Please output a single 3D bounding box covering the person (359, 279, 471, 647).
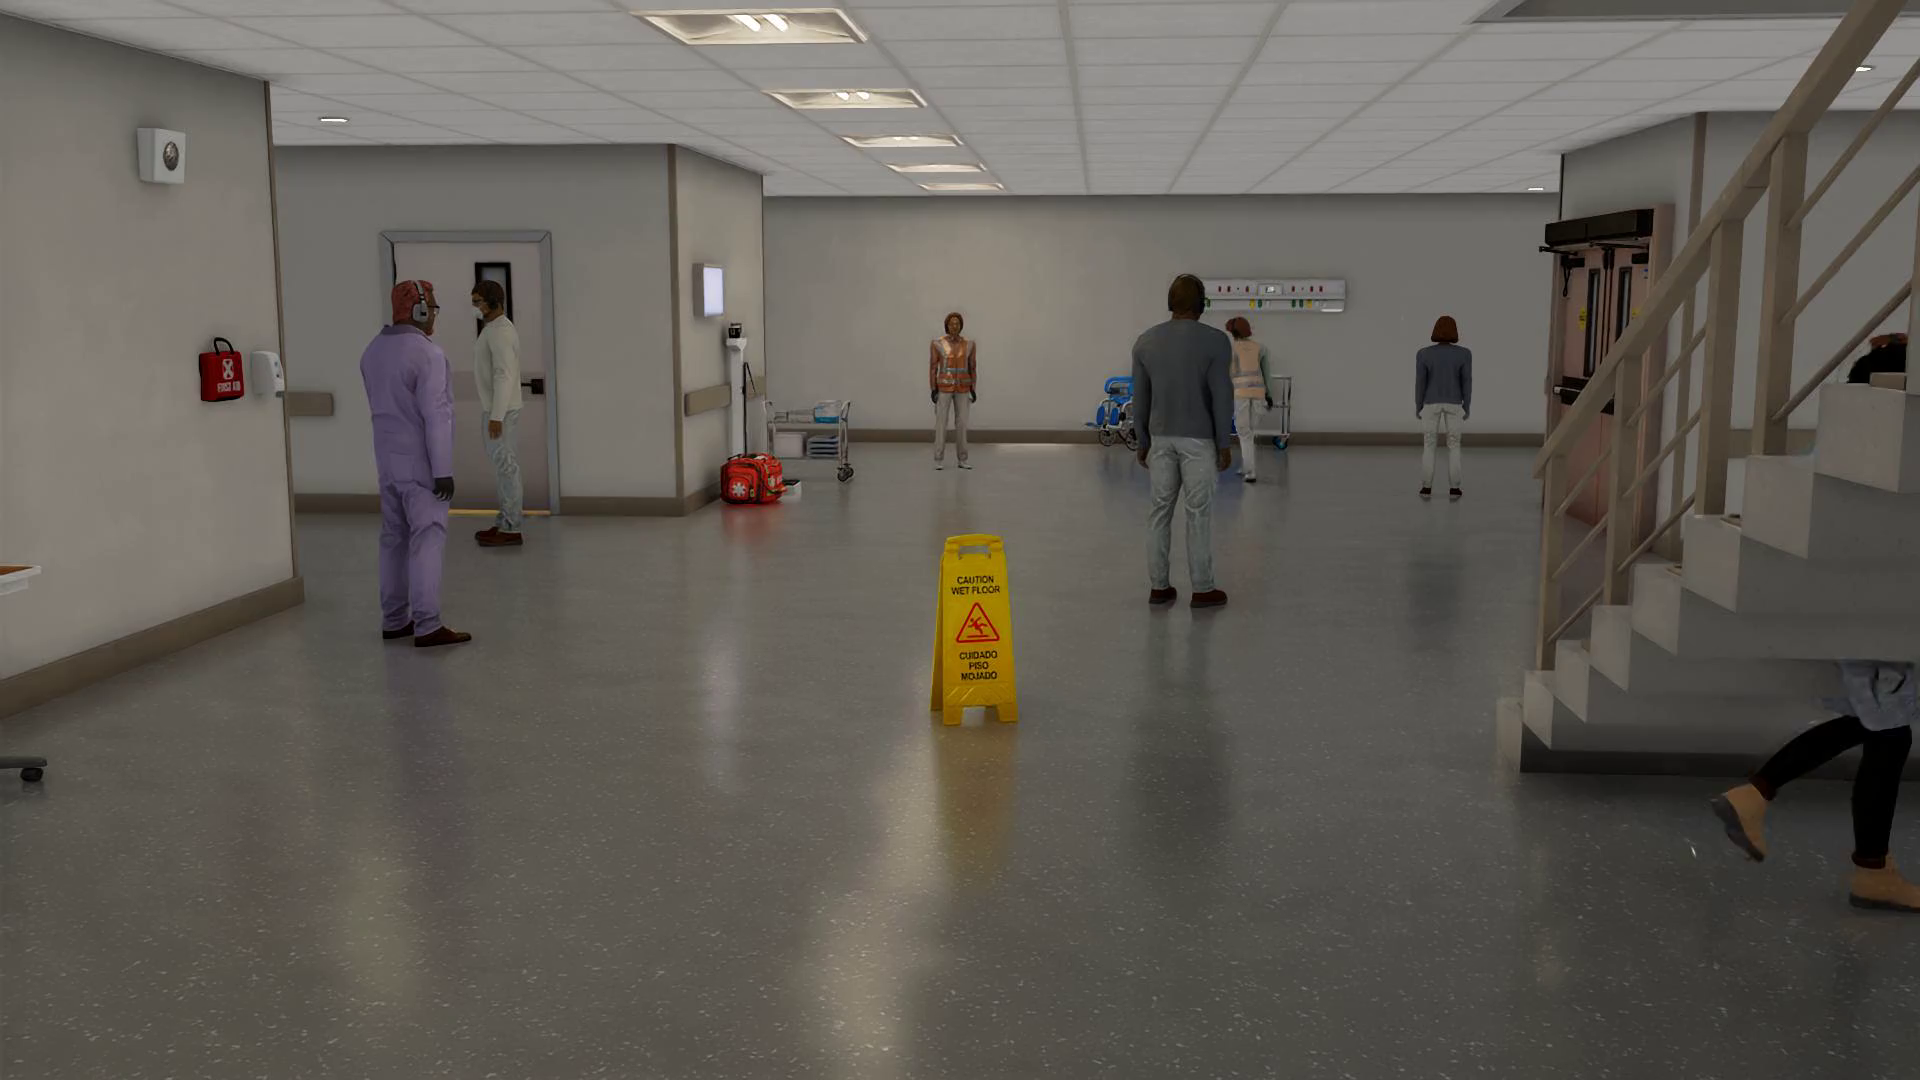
[{"bbox_3d":[-2.825,-0.399,8.671,0.646,1.900,0.399,7,11,41],"label":"person"}]

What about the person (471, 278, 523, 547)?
[{"bbox_3d":[-3.362,-0.920,12.073,0.373,1.937,0.630,-3,9,-19],"label":"person"}]

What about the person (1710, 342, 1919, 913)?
[{"bbox_3d":[2.619,0.255,4.917,0.535,1.681,0.545,1,8,7],"label":"person"}]

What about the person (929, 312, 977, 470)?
[{"bbox_3d":[-0.073,-1.549,17.355,0.510,1.640,0.308,-2,9,-15],"label":"person"}]

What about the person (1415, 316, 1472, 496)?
[{"bbox_3d":[4.360,-1.203,15.024,0.497,1.633,0.285,2,9,16],"label":"person"}]

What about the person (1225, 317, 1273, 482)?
[{"bbox_3d":[2.775,-1.376,16.287,0.533,1.601,0.720,-3,9,-17],"label":"person"}]

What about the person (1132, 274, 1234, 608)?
[{"bbox_3d":[1.300,-0.573,9.705,0.628,1.940,0.377,6,10,34],"label":"person"}]
